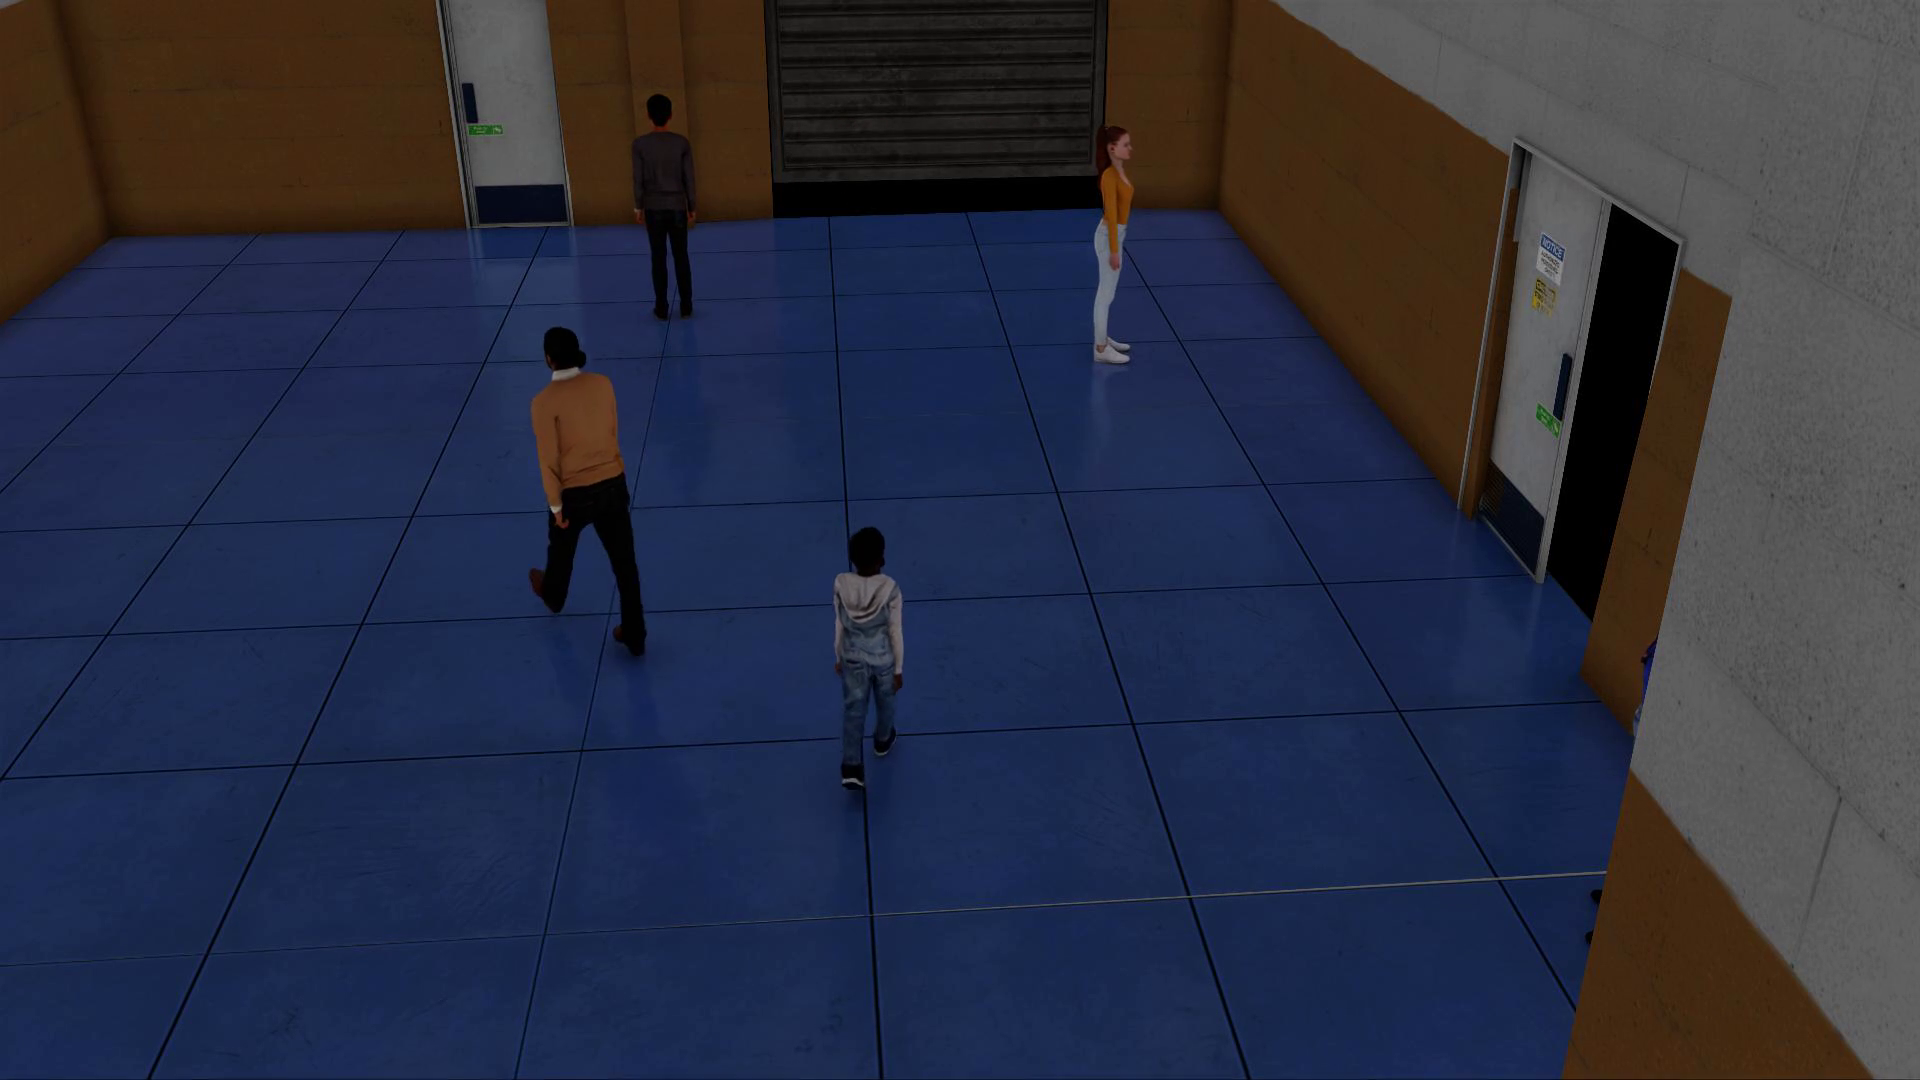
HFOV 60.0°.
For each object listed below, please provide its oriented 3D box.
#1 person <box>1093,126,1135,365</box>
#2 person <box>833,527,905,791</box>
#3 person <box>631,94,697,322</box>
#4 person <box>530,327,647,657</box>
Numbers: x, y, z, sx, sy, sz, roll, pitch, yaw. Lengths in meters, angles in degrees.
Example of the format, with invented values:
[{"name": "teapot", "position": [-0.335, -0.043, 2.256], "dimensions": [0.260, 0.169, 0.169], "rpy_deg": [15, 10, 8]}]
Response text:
[{"name": "person", "position": [1.111, -2.191, 12.310], "dimensions": [0.644, 1.750, 0.645], "rpy_deg": [5, 27, 10]}, {"name": "person", "position": [-0.431, 0.542, 7.477], "dimensions": [0.835, 1.247, 0.670], "rpy_deg": [4, 27, 7]}, {"name": "person", "position": [-2.326, -2.609, 13.116], "dimensions": [0.526, 1.766, 0.740], "rpy_deg": [9, 28, 17]}, {"name": "person", "position": [-1.836, -0.196, 8.429], "dimensions": [1.200, 1.696, 1.140], "rpy_deg": [-20, 33, -34]}]
